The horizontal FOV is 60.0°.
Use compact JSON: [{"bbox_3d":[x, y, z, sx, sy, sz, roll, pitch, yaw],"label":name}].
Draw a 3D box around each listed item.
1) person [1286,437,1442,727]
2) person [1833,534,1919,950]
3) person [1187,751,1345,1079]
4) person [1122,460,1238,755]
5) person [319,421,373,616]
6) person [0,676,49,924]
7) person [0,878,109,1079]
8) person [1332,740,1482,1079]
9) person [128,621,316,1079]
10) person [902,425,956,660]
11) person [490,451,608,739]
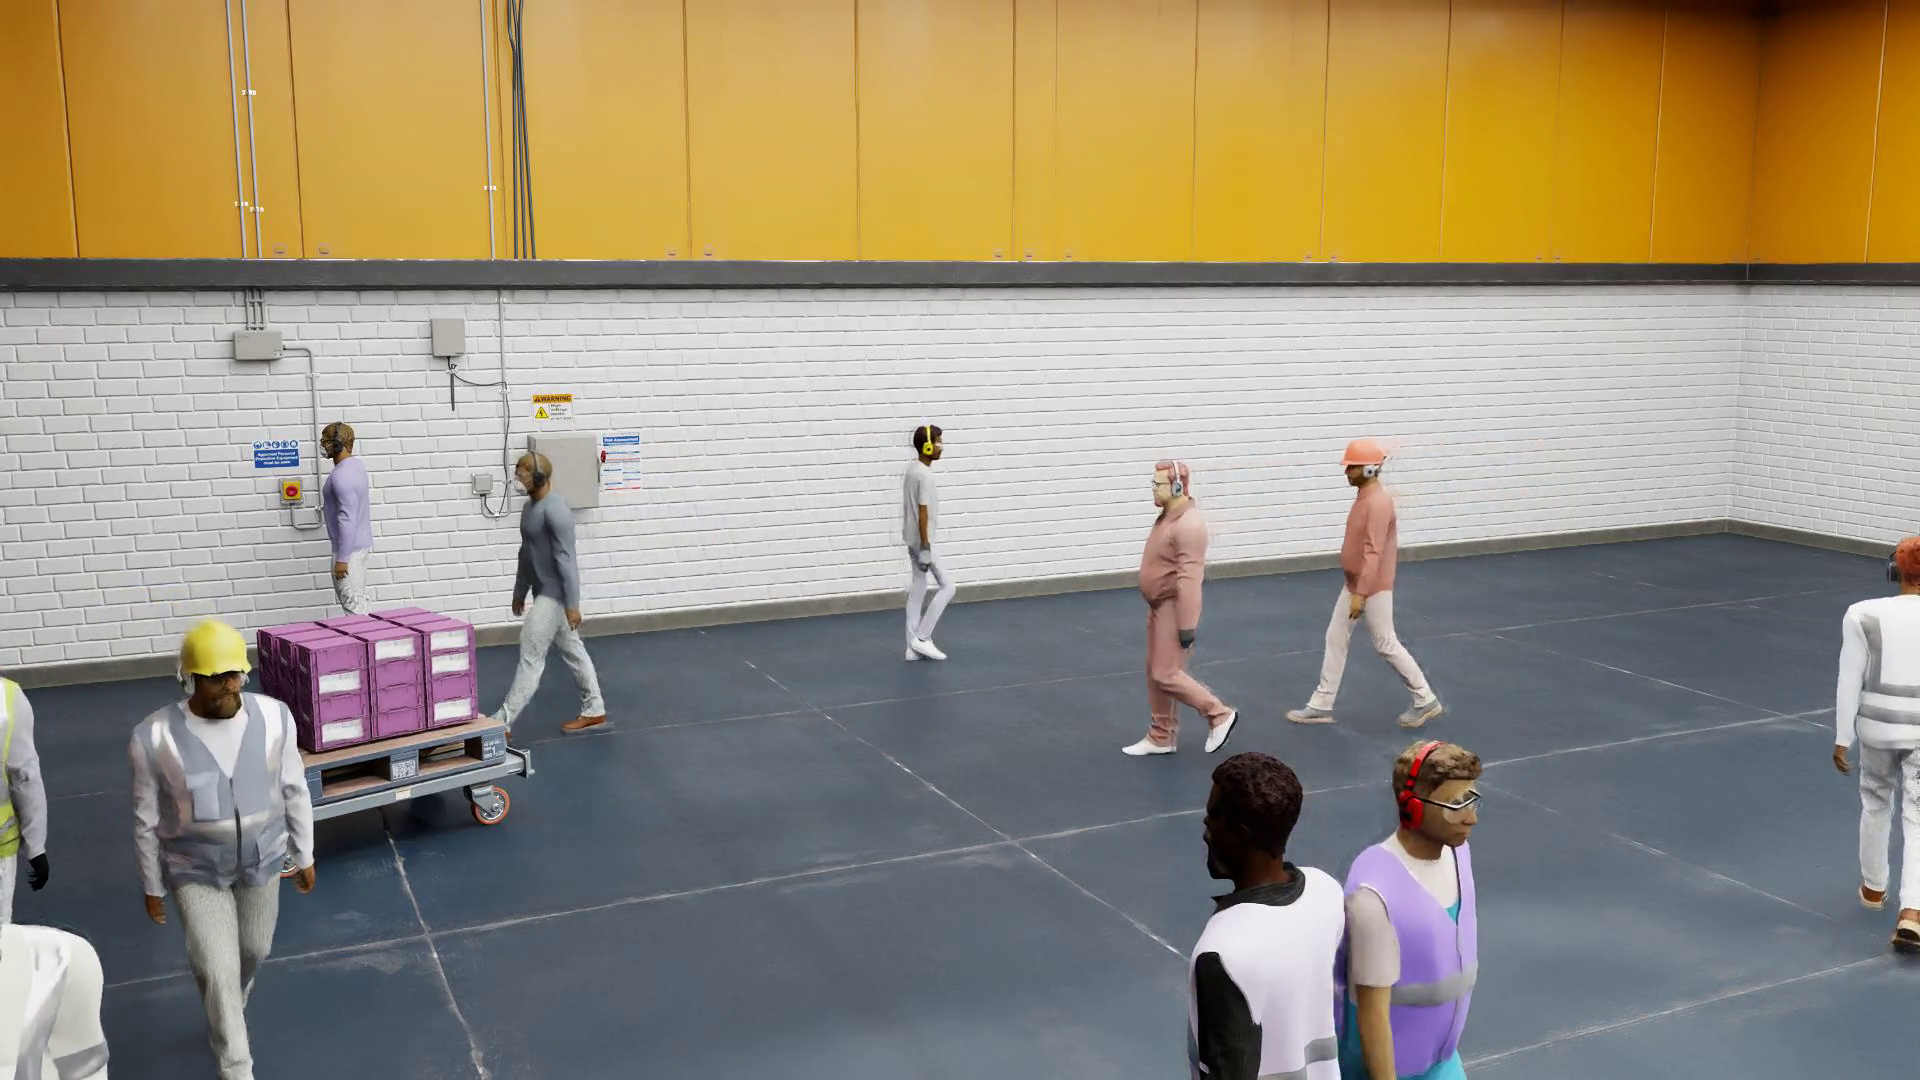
[{"bbox_3d":[2.754,0.292,11.055,0.993,1.958,0.617,-1,9,-4],"label":"person"},{"bbox_3d":[4.324,0.901,7.596,0.590,1.854,0.936,5,10,27],"label":"person"},{"bbox_3d":[0.715,1.445,3.981,0.391,1.920,0.588,6,11,34],"label":"person"},{"bbox_3d":[1.360,0.438,10.320,0.601,1.889,0.652,-1,9,-5],"label":"person"},{"bbox_3d":[-4.554,0.085,12.358,0.364,1.939,0.636,-2,9,-14],"label":"person"},{"bbox_3d":[-3.685,1.162,6.074,0.624,1.816,0.485,-7,12,-37],"label":"person"},{"bbox_3d":[-2.164,1.471,3.595,0.625,1.999,1.039,-4,10,-25],"label":"person"},{"bbox_3d":[1.281,1.428,4.406,0.892,1.803,0.601,9,13,43],"label":"person"},{"bbox_3d":[-2.732,1.156,6.164,0.600,1.802,0.870,-8,12,-39],"label":"person"},{"bbox_3d":[-0.241,0.030,12.955,0.463,1.853,0.550,-3,10,-16],"label":"person"},{"bbox_3d":[-2.751,0.375,10.714,1.018,1.885,0.664,-5,10,-27],"label":"person"}]
